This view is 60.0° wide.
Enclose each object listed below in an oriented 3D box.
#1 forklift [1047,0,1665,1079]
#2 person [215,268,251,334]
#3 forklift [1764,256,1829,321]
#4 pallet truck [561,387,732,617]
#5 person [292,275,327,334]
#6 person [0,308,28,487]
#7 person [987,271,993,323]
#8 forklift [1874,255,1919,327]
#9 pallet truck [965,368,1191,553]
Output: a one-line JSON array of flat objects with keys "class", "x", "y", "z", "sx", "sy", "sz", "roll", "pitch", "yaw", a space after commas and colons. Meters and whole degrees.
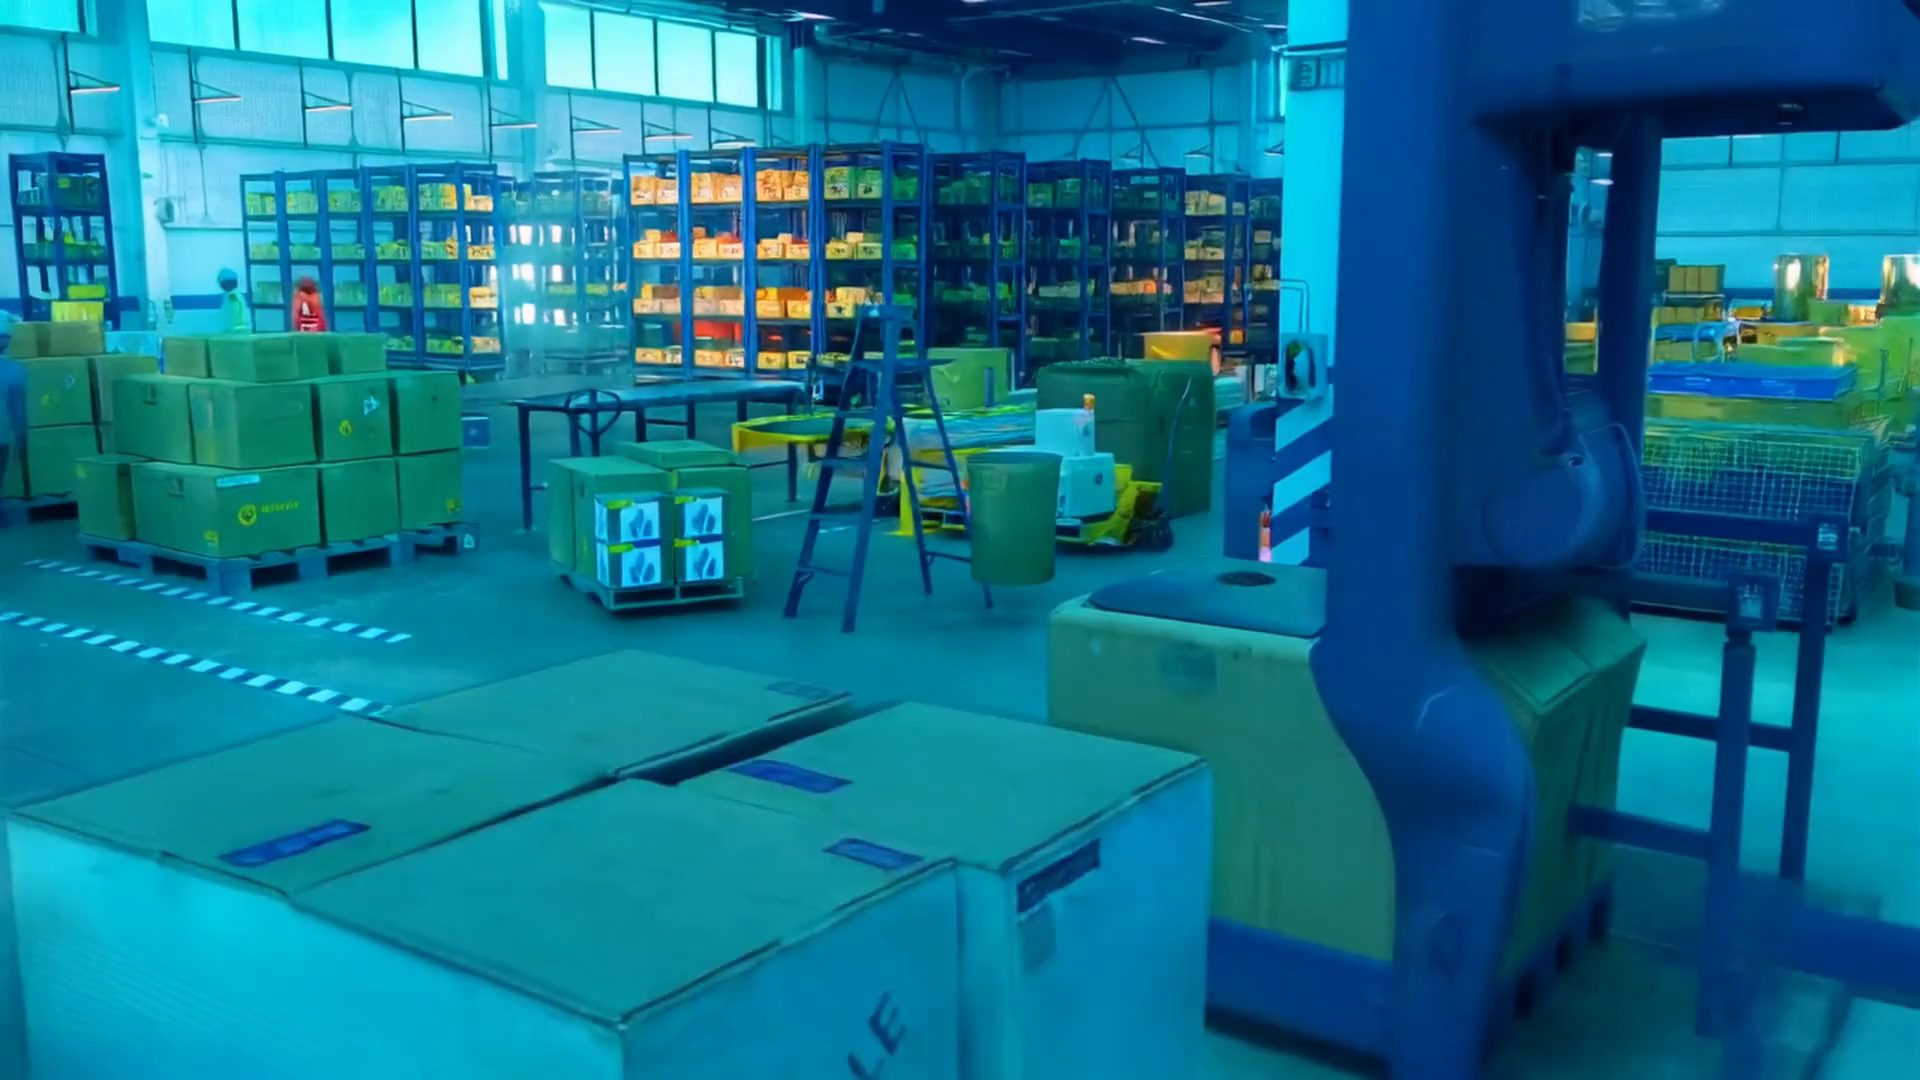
[{"class": "forklift", "x": 1.249, "y": -0.137, "z": 4.360, "sx": 1.873, "sy": 2.768, "sz": 1.129, "roll": 7, "pitch": 12, "yaw": 35}, {"class": "person", "x": -9.929, "y": -2.728, "z": 22.613, "sx": 0.661, "sy": 1.921, "sz": 0.631, "roll": -1, "pitch": 10, "yaw": -3}, {"class": "forklift", "x": 20.253, "y": -5.854, "z": 40.139, "sx": 1.157, "sy": 1.987, "sz": 2.680, "roll": 7, "pitch": 12, "yaw": 35}, {"class": "pallet truck", "x": -1.981, "y": -0.274, "z": 10.088, "sx": 0.680, "sy": 1.201, "sz": 1.601, "roll": -5, "pitch": 11, "yaw": -28}, {"class": "person", "x": -11.100, "y": -3.598, "z": 28.208, "sx": 0.803, "sy": 1.799, "sz": 0.594, "roll": 3, "pitch": 10, "yaw": 18}, {"class": "person", "x": -6.287, "y": -0.630, "z": 10.696, "sx": 0.587, "sy": 1.720, "sz": 0.381, "roll": -2, "pitch": 10, "yaw": -11}, {"class": "person", "x": 0.602, "y": -5.291, "z": 38.213, "sx": 0.605, "sy": 1.810, "sz": 0.851, "roll": 6, "pitch": 11, "yaw": 33}, {"class": "forklift", "x": 22.089, "y": -5.634, "z": 38.796, "sx": 1.157, "sy": 1.987, "sz": 2.680, "roll": 6, "pitch": 11, "yaw": 33}, {"class": "pallet truck", "x": 0.845, "y": -0.609, "z": 11.869, "sx": 1.630, "sy": 1.274, "sz": 0.653, "roll": 7, "pitch": 12, "yaw": 35}]
